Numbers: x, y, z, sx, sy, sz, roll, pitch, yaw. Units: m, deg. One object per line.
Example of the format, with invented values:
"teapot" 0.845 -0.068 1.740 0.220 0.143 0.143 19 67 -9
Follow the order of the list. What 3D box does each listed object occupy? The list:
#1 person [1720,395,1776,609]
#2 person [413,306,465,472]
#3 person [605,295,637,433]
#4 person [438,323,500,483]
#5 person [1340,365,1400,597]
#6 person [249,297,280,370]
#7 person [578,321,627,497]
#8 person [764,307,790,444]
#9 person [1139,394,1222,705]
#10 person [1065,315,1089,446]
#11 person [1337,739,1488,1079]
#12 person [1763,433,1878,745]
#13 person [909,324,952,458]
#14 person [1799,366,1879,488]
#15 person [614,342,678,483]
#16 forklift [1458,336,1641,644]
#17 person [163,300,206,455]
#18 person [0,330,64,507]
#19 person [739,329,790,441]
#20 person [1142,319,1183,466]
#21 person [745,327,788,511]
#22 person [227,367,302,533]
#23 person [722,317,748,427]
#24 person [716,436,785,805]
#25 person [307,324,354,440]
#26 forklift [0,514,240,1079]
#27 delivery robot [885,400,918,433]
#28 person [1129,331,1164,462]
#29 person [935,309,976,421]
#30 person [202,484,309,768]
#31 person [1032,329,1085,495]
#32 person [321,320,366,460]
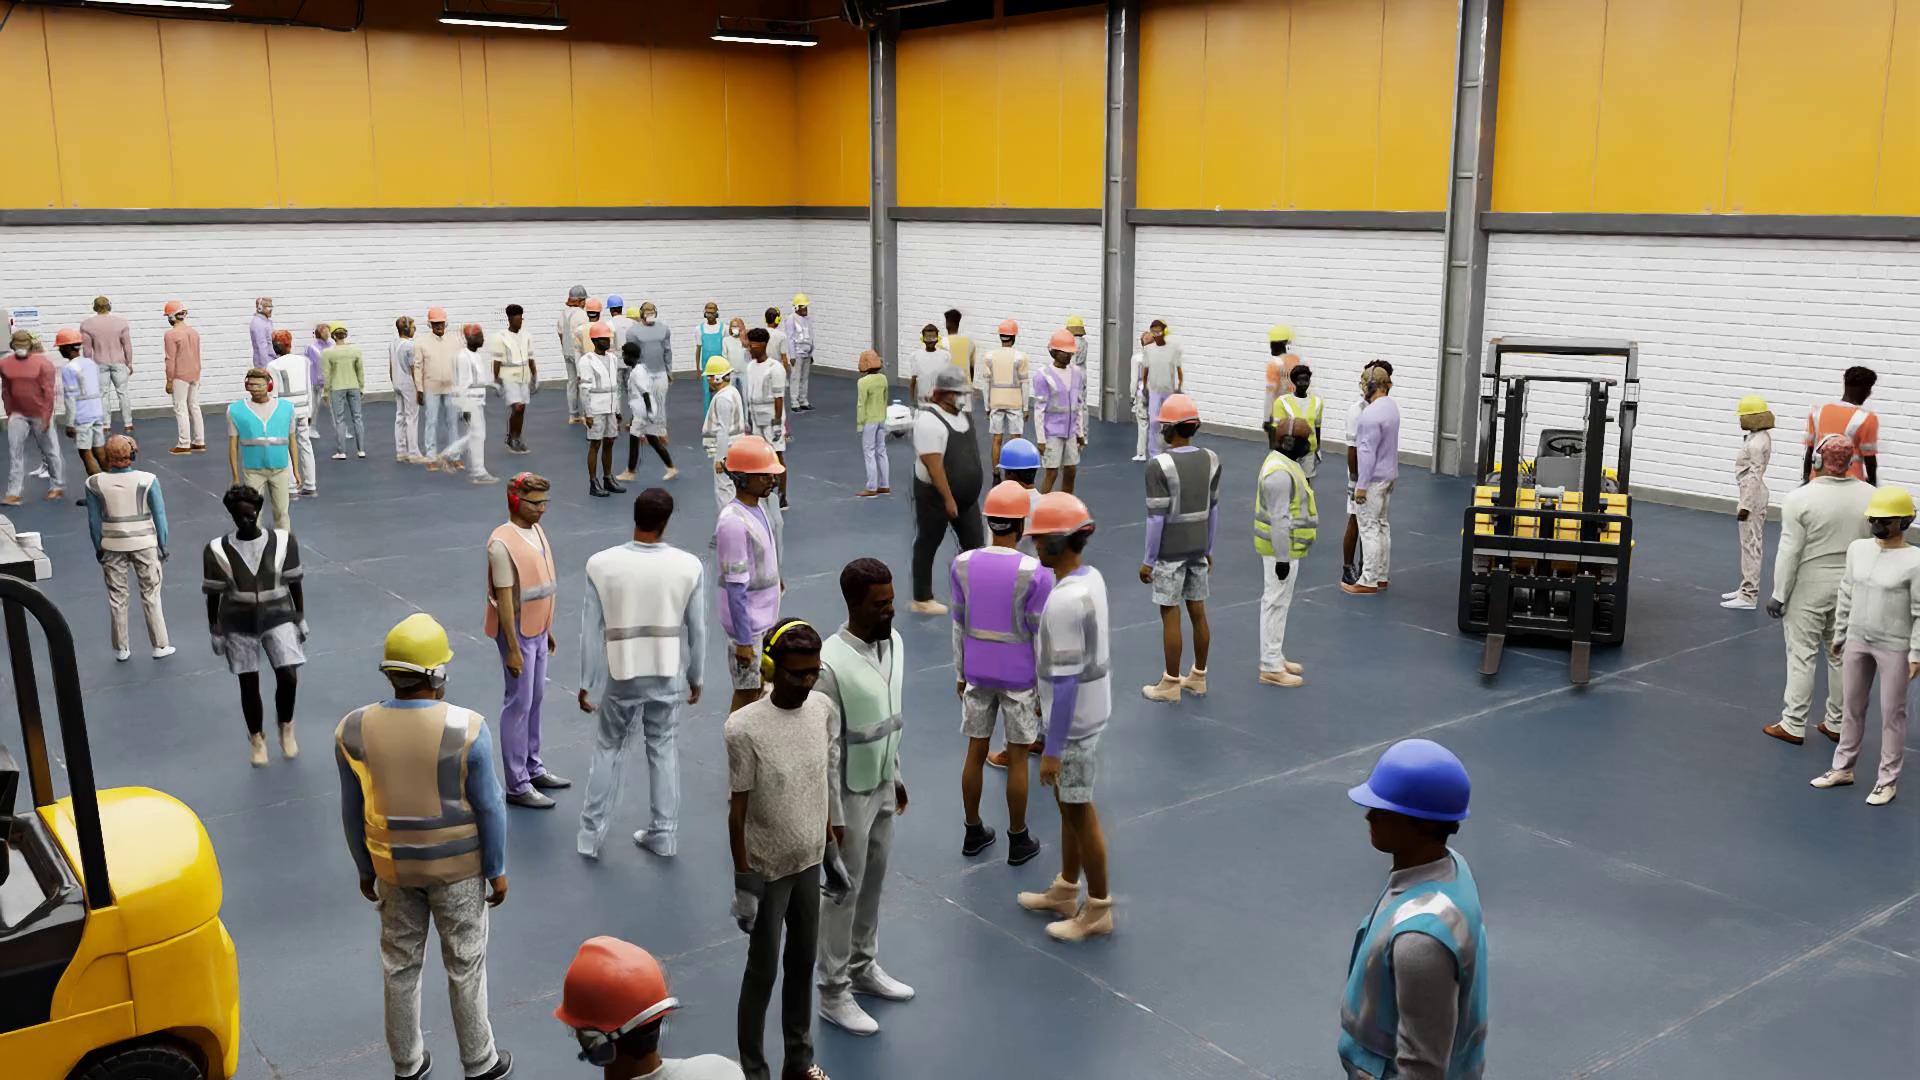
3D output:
"person" 6.375 -0.309 13.471 0.312 1.736 0.483 6 13 28
"person" -6.304 -1.835 20.207 0.609 1.996 0.379 -7 14 -31
"person" -4.791 -2.473 23.437 0.604 1.939 0.416 -10 15 -40
"person" -5.741 -1.580 19.303 0.648 1.869 0.588 0 12 1
"person" 3.460 -0.494 13.909 0.383 1.929 0.634 7 13 29
"person" -9.835 -2.497 23.635 0.402 1.904 0.638 -4 12 -19
"person" -3.971 -1.457 18.514 0.353 1.942 0.546 6 13 29
"person" -2.514 -2.176 22.210 0.526 1.856 0.340 4 12 19
"person" 1.422 0.062 10.926 0.609 2.044 0.395 -8 14 -34
"person" 1.539 -2.132 22.254 0.320 1.742 0.492 6 13 28
"person" 1.184 1.461 4.400 0.378 1.950 0.610 3 12 16
"person" 5.223 0.300 10.109 0.637 1.911 0.403 -1 12 -5
"person" -0.332 -1.587 19.347 0.514 1.861 0.321 0 12 0
"person" 7.332 -0.491 13.878 0.423 1.935 0.627 -5 13 -22
"person" -3.656 -1.486 19.378 0.734 1.642 0.527 -1 12 -6
"forklift" 4.683 -0.471 13.136 1.214 2.155 2.313 4 12 20
"person" -10.072 -2.104 21.548 0.410 1.982 0.626 2 12 11
"person" -10.051 -1.307 17.903 0.640 1.889 0.934 0 12 0
"person" -2.659 -2.035 22.212 0.880 1.579 0.523 -5 13 -23
"person" 2.518 -1.828 20.625 0.522 1.829 0.685 3 12 15
"person" -2.068 -1.275 17.616 0.398 1.957 0.600 -11 16 -43
"person" -6.113 -0.605 14.638 0.571 1.840 0.373 -7 14 -31
"person" -3.111 -2.308 23.374 0.509 1.631 0.267 2 12 12
"person" -1.124 0.442 9.096 0.373 2.042 0.614 1 12 3
"person" -8.691 -2.154 22.713 0.847 1.599 0.535 8 14 33
"forklift" -3.687 1.115 5.480 2.313 2.155 1.214 -9 15 -36
"delivery robot" -0.854 -1.662 22.640 0.477 0.478 0.707 10 16 41
"person" 2.368 -1.797 20.884 0.514 1.642 0.314 -4 12 -19
"person" -0.086 -1.948 20.960 0.628 1.908 1.019 -6 13 -28
"person" -4.076 0.507 9.644 0.557 1.677 0.402 -5 13 -24
"person" 0.997 -1.058 16.388 0.614 2.029 0.409 -10 15 -40
"person" -7.809 -1.895 21.074 0.522 1.761 0.322 -9 15 -37
